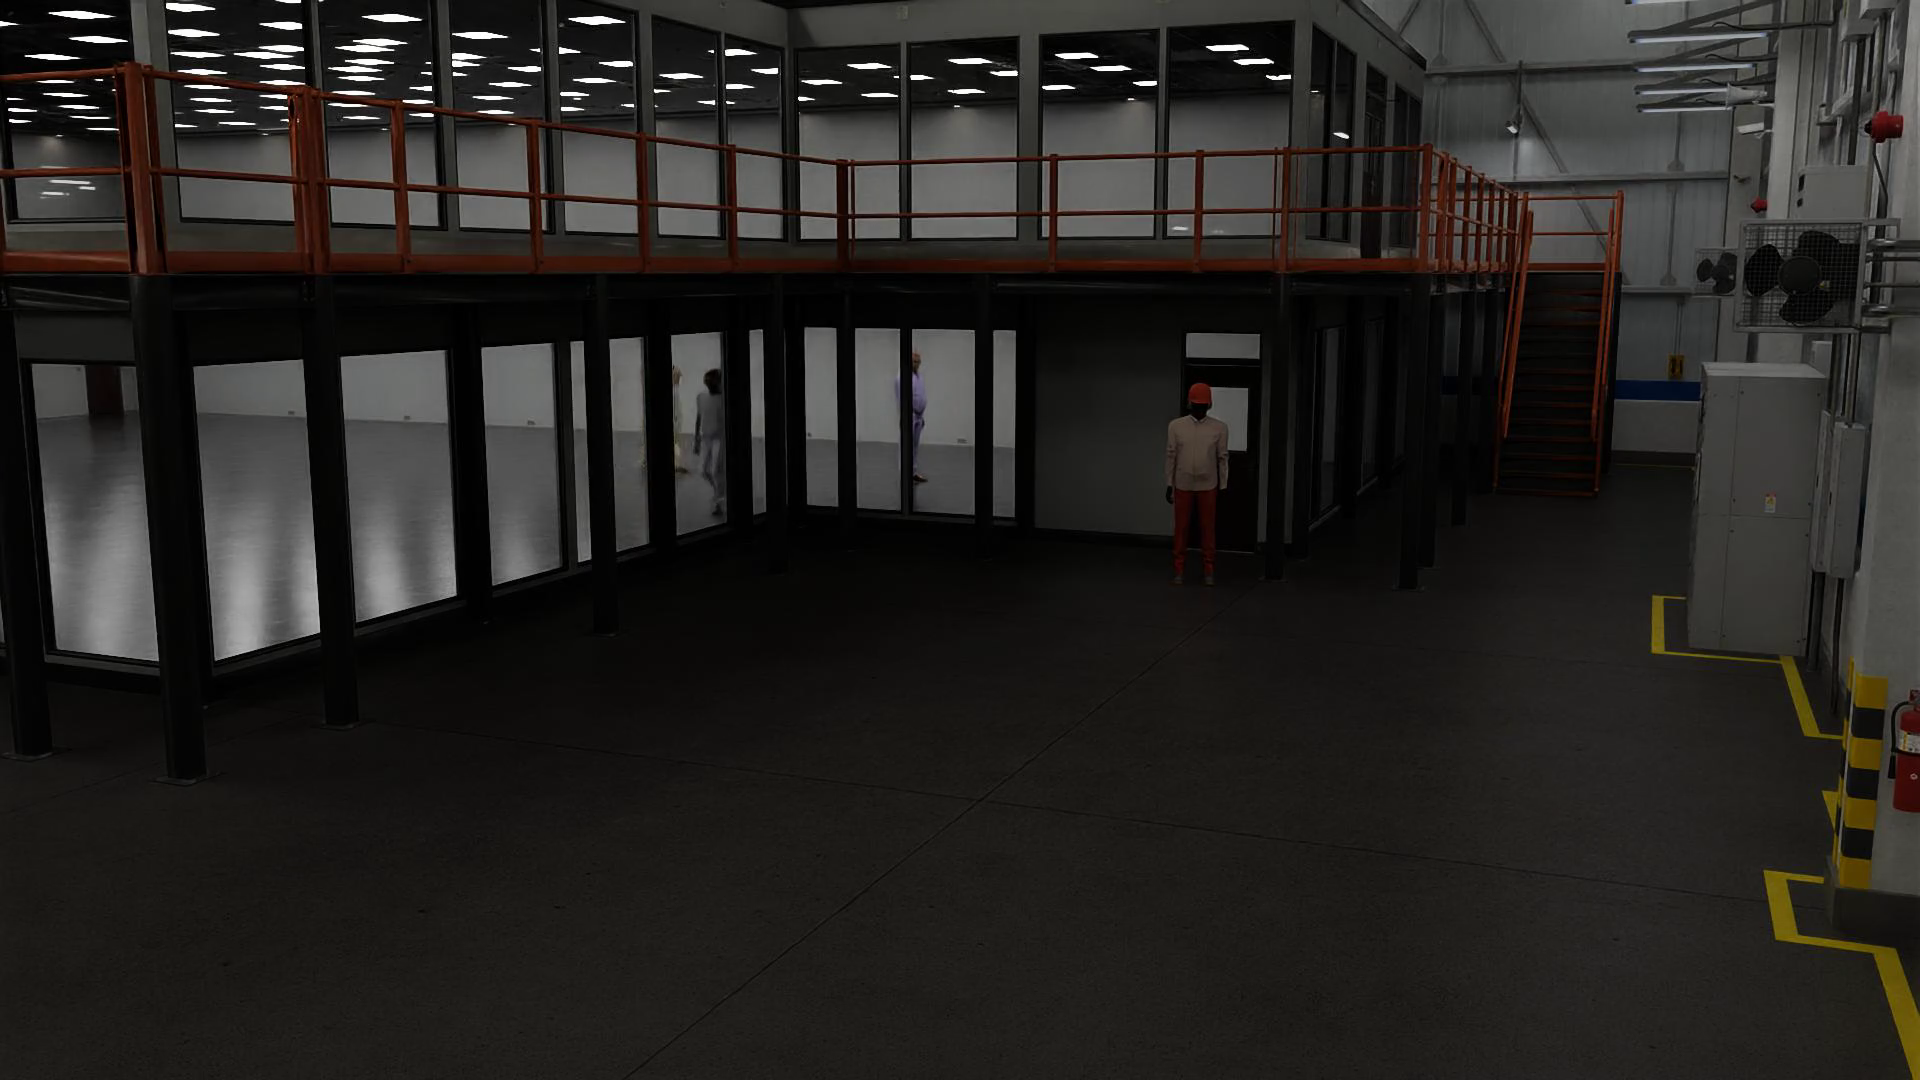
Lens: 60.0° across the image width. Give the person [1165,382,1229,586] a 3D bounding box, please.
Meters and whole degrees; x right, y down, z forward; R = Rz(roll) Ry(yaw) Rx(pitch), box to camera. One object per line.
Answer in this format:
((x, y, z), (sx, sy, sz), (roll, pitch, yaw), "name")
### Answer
((2.295, -0.536, 16.136), (0.612, 1.986, 0.406), (1, 9, 8), "person")
